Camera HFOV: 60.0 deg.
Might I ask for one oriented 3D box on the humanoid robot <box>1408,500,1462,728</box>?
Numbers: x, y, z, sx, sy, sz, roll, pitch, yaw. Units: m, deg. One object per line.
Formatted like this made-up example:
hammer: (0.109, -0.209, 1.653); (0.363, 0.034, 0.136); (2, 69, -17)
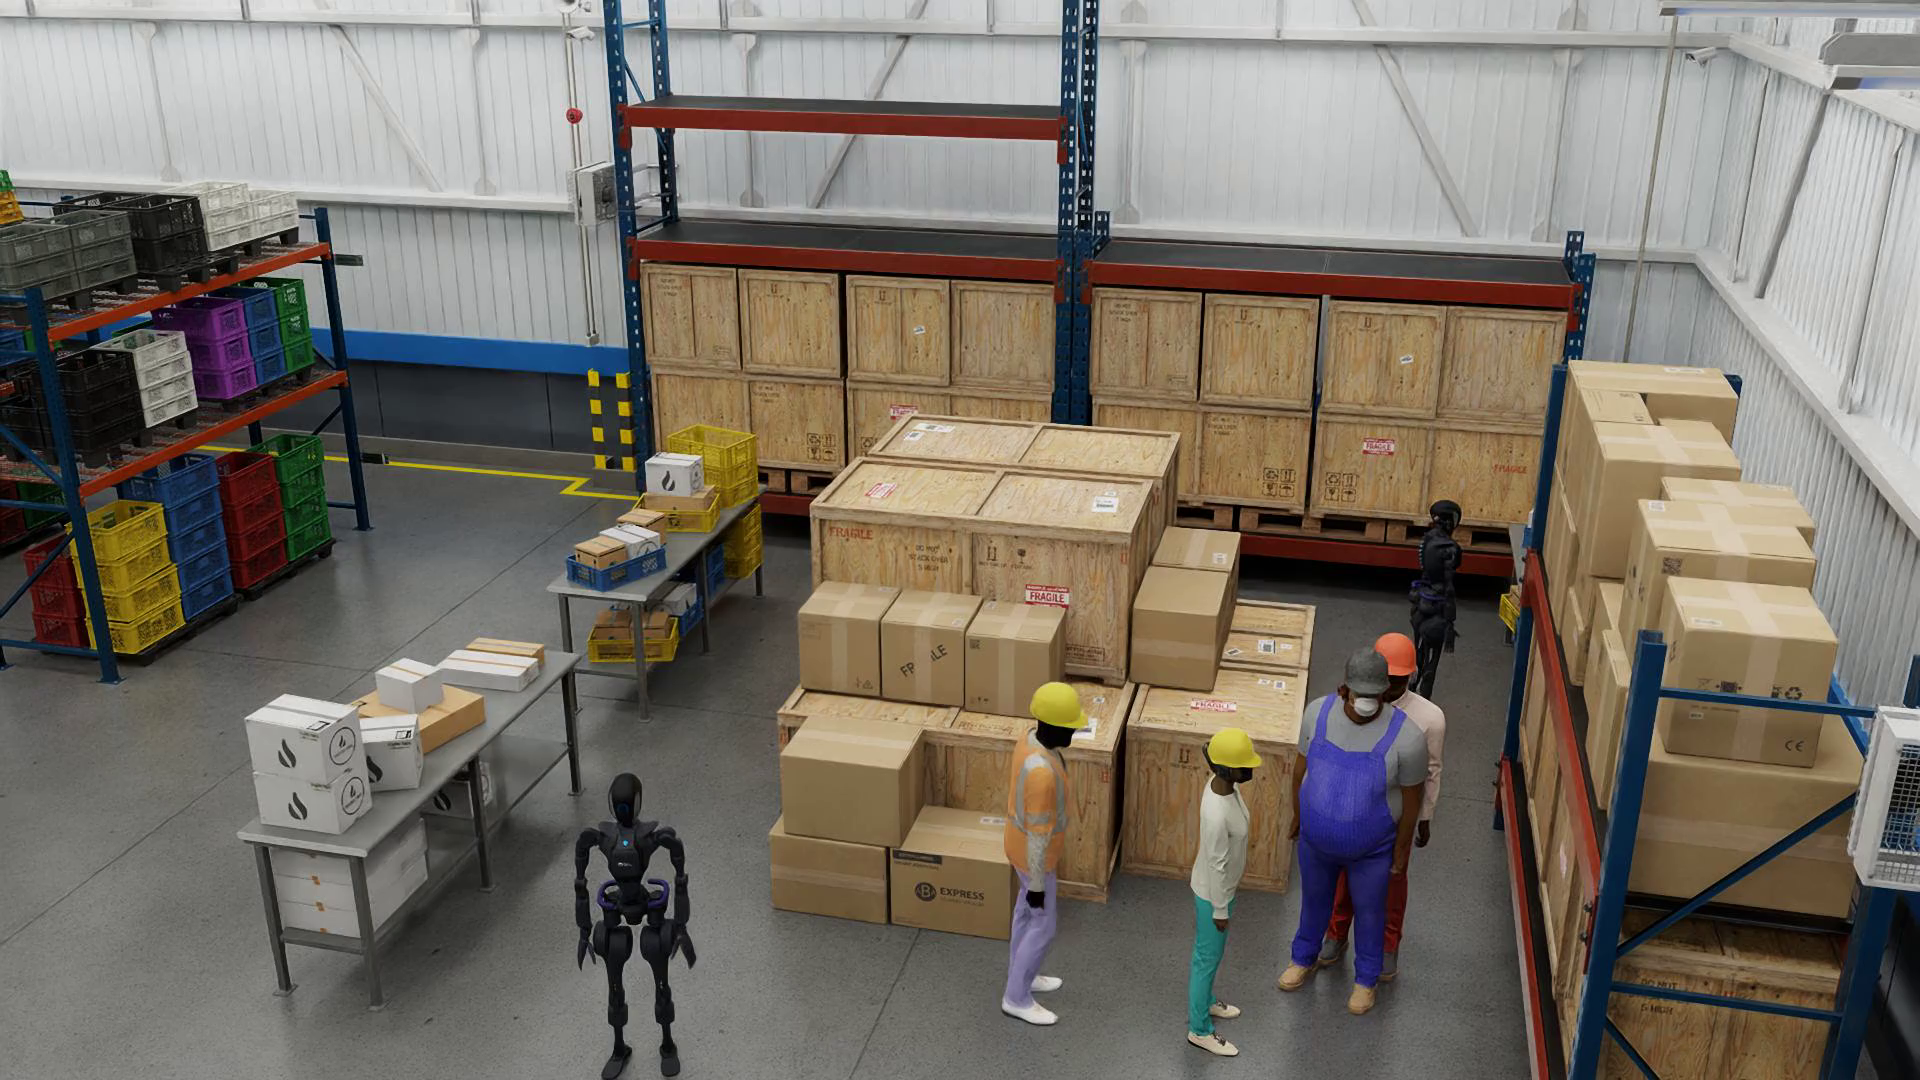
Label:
humanoid robot: (3.354, 0.504, 11.735); (0.327, 1.657, 0.590); (-1, 21, -4)

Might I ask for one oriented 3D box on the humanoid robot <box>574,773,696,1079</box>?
humanoid robot: (-1.588, 1.890, 8.107); (0.584, 1.658, 0.327); (-1, 21, -4)

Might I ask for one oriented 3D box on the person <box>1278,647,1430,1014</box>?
person: (2.008, 1.501, 8.640); (0.687, 2.000, 0.539); (13, 24, 31)

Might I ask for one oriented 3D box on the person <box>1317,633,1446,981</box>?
person: (2.240, 1.415, 8.924); (0.619, 1.996, 0.373); (10, 23, 25)

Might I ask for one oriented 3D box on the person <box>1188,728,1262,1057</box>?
person: (1.319, 1.744, 8.384); (0.306, 1.768, 0.523); (4, 21, 11)

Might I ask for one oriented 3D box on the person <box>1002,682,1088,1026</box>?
person: (0.432, 1.587, 8.599); (0.407, 1.912, 0.644); (0, 21, -1)
